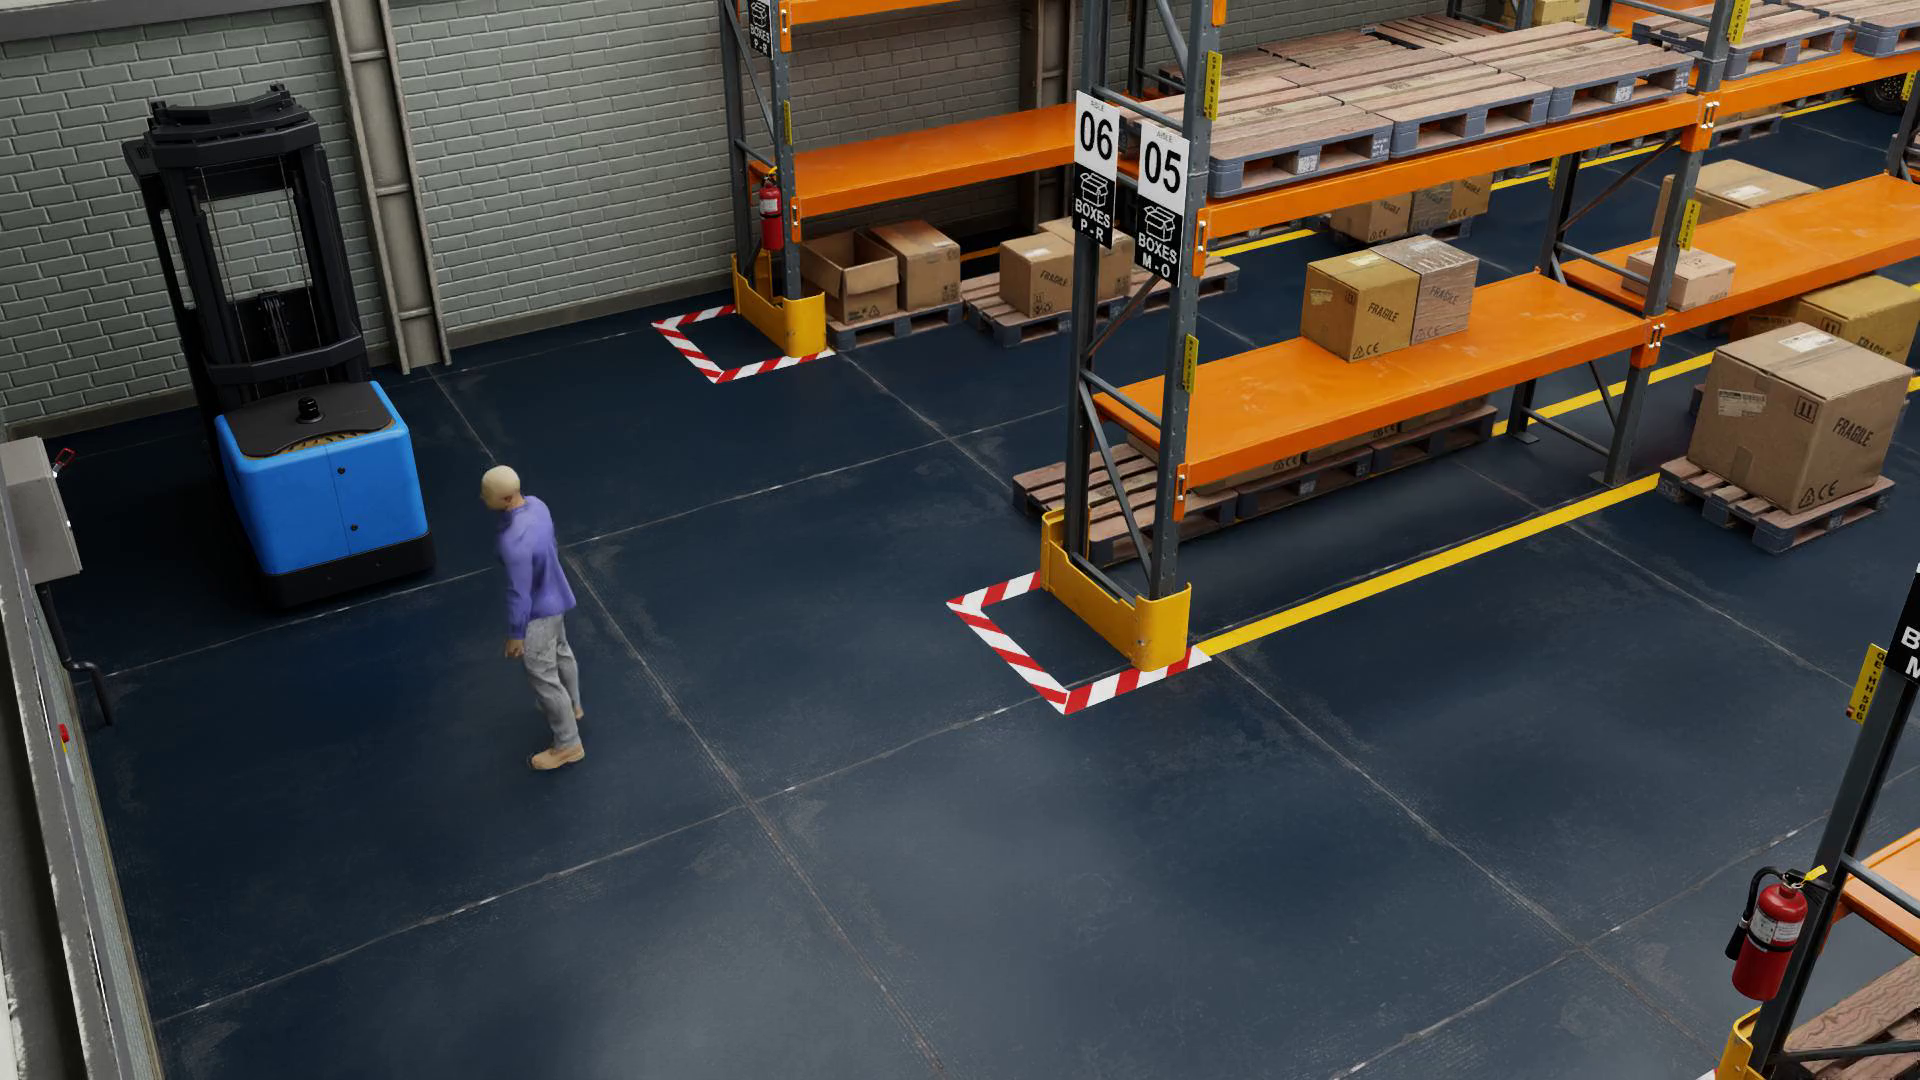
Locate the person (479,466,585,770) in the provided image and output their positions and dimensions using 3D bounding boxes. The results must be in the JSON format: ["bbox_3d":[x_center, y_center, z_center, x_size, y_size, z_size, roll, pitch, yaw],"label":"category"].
[{"bbox_3d":[-2.244,0.369,8.918,0.400,1.779,0.658,0,32,1],"label":"person"}]

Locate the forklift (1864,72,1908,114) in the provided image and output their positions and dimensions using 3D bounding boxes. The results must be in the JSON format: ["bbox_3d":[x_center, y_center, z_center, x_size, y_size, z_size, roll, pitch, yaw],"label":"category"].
[{"bbox_3d":[11.468,-5.645,18.244,1.214,2.155,2.313,-17,36,-26],"label":"forklift"}]

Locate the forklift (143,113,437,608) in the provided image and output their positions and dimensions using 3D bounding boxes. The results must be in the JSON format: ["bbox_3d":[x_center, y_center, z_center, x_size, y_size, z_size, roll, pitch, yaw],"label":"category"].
[{"bbox_3d":[-4.289,-1.259,10.509,1.129,2.768,1.873,-17,36,-26],"label":"forklift"}]
